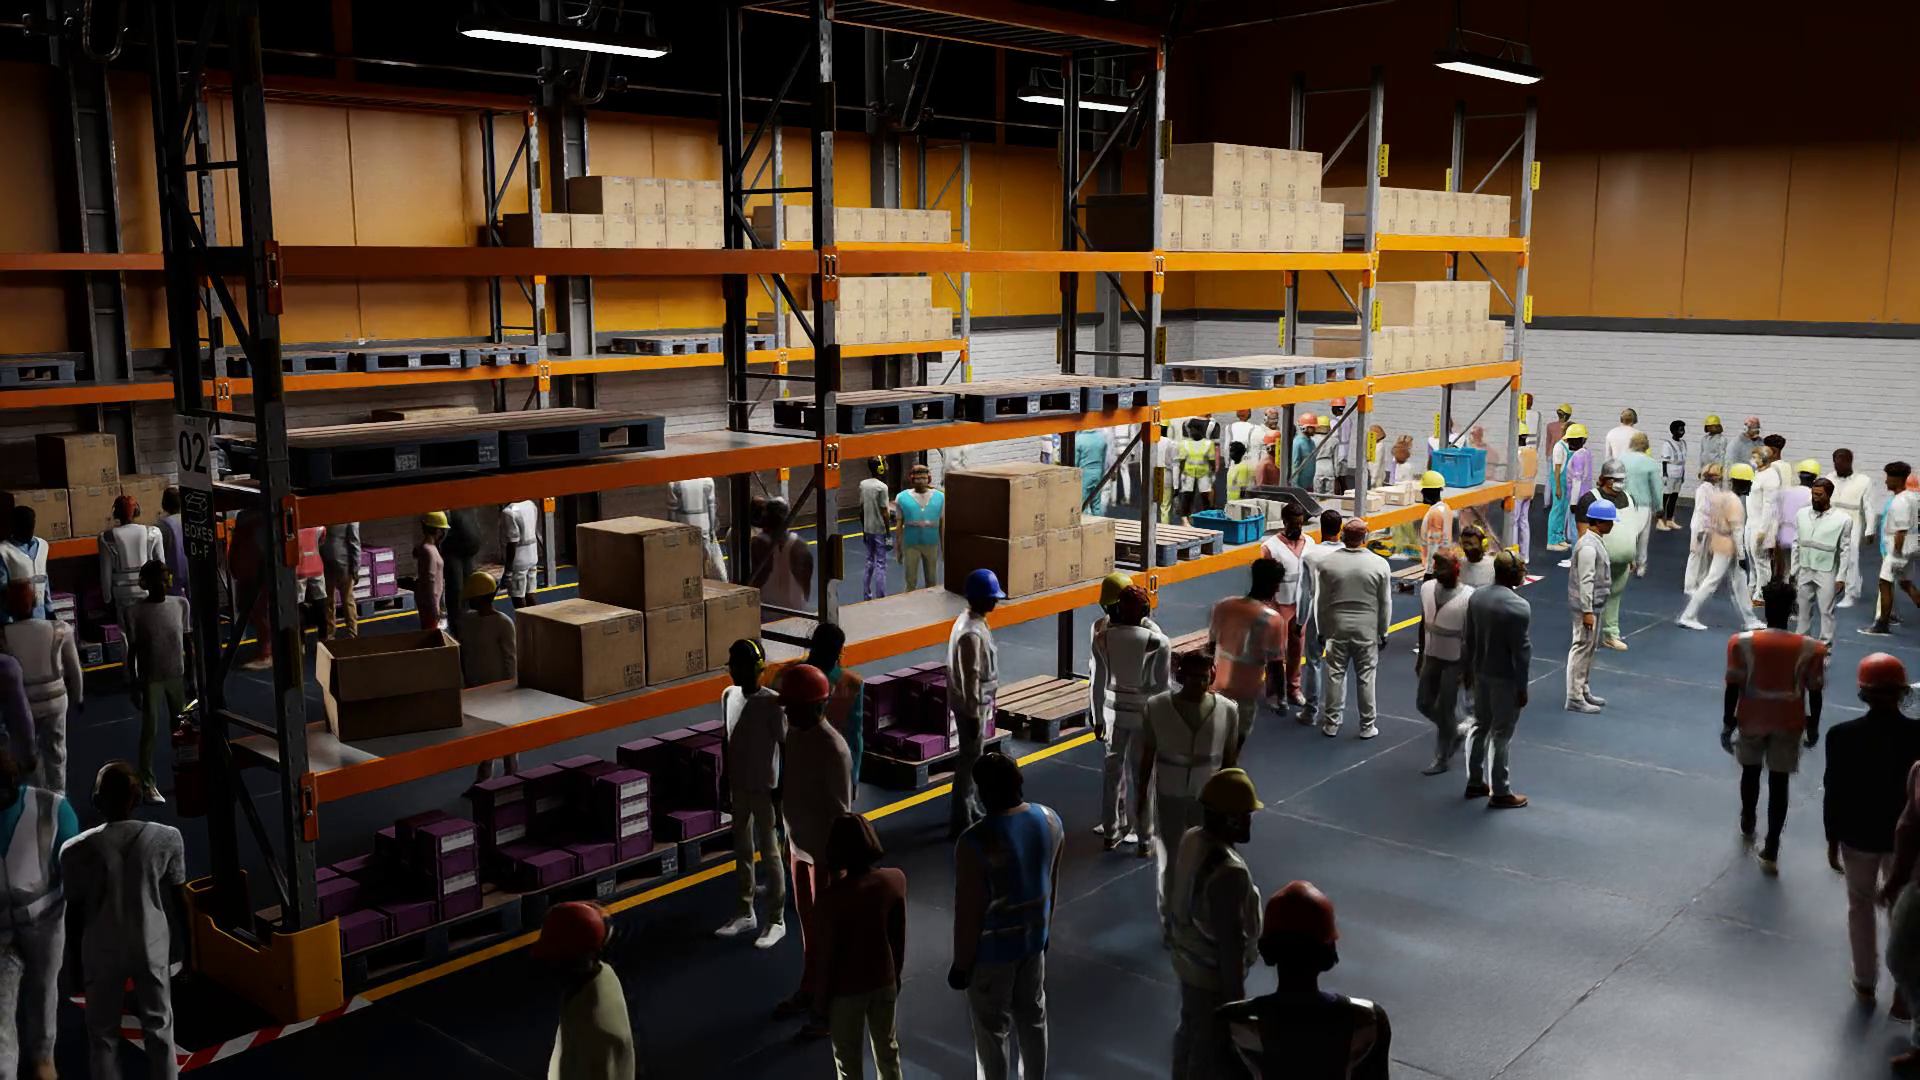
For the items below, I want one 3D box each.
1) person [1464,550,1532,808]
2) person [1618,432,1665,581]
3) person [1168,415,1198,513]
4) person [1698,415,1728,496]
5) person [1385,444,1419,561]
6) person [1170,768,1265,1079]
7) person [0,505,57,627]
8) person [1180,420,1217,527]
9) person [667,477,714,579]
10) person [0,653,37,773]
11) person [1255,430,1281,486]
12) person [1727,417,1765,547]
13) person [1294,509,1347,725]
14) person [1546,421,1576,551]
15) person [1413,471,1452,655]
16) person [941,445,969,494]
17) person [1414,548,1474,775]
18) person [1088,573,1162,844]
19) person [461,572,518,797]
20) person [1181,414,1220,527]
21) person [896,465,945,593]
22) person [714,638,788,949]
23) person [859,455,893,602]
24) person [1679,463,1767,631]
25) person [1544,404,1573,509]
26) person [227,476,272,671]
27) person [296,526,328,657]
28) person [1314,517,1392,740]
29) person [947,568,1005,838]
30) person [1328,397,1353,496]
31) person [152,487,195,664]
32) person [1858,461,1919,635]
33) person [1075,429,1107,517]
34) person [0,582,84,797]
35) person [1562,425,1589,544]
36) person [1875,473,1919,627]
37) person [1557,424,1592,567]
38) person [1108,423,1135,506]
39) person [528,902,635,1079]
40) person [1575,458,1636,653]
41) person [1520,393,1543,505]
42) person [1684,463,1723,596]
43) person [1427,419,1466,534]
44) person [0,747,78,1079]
[{"bbox_3d":[4.031,1.029,12.451,0.352,1.936,0.635,-3,10,-20],"label":"person"},{"bbox_3d":[8.688,-0.432,21.330,0.953,1.892,0.630,-6,11,-32],"label":"person"},{"bbox_3d":[3.639,-1.390,26.805,0.629,1.969,0.803,3,10,19],"label":"person"},{"bbox_3d":[11.529,-1.058,25.525,0.340,1.735,0.483,-4,10,-22],"label":"person"},{"bbox_3d":[5.987,-0.505,22.573,0.592,1.598,0.521,0,10,3],"label":"person"},{"bbox_3d":[1.159,1.919,7.516,0.415,1.821,0.606,-1,10,-7],"label":"person"},{"bbox_3d":[-8.369,0.634,14.886,0.398,1.912,0.590,2,10,13],"label":"person"},{"bbox_3d":[3.610,-0.991,25.268,0.554,1.684,0.340,2,10,12],"label":"person"},{"bbox_3d":[-3.137,-0.128,19.408,0.544,1.926,0.376,-3,10,-16],"label":"person"},{"bbox_3d":[-6.246,1.338,10.648,0.661,1.919,0.622,-1,10,-4],"label":"person"},{"bbox_3d":[3.859,-0.377,20.673,0.381,1.994,0.614,5,11,30],"label":"person"},{"bbox_3d":[11.104,-0.791,23.458,0.651,1.896,0.395,-3,10,-20],"label":"person"},{"bbox_3d":[3.240,0.684,14.612,0.599,1.909,0.398,-2,10,-14],"label":"person"},{"bbox_3d":[8.497,-0.760,23.439,0.349,1.839,0.504,7,12,36],"label":"person"},{"bbox_3d":[4.901,0.237,17.254,0.406,1.918,0.582,3,10,20],"label":"person"},{"bbox_3d":[-0.040,-0.922,24.711,0.641,1.726,0.494,-9,13,-44],"label":"person"},{"bbox_3d":[3.878,0.955,13.214,0.465,1.824,0.581,-6,11,-33],"label":"person"},{"bbox_3d":[1.142,1.166,11.718,0.594,1.911,0.399,8,12,40],"label":"person"},{"bbox_3d":[-3.560,1.101,12.546,0.523,1.763,0.329,6,11,30],"label":"person"},{"bbox_3d":[3.687,-1.189,25.425,0.611,2.032,0.411,5,11,27],"label":"person"},{"bbox_3d":[-0.430,0.072,18.441,0.569,1.845,0.385,-2,10,-11],"label":"person"},{"bbox_3d":[-1.231,1.493,9.883,0.518,1.870,0.323,6,11,34],"label":"person"},{"bbox_3d":[-0.948,-0.071,19.219,0.329,1.872,0.510,-8,13,-41],"label":"person"},{"bbox_3d":[8.443,0.090,18.267,0.961,1.881,0.603,4,10,24],"label":"person"},{"bbox_3d":[9.824,-1.352,27.222,0.342,1.753,0.533,-7,12,-36],"label":"person"},{"bbox_3d":[-6.972,0.294,16.530,0.727,2.000,0.568,9,13,42],"label":"person"},{"bbox_3d":[-6.785,0.356,17.189,0.317,1.697,0.534,8,12,39],"label":"person"},{"bbox_3d":[3.346,0.755,14.185,0.642,1.907,0.408,3,10,17],"label":"person"},{"bbox_3d":[0.110,1.149,11.750,0.414,1.935,0.603,1,10,4],"label":"person"},{"bbox_3d":[6.033,-1.351,26.656,0.367,1.935,0.552,9,13,43],"label":"person"},{"bbox_3d":[-7.781,0.386,16.613,0.514,1.838,0.341,-8,12,-39],"label":"person"},{"bbox_3d":[10.240,0.103,18.006,0.730,1.937,0.631,8,12,39],"label":"person"},{"bbox_3d":[1.810,-0.872,23.930,0.643,1.901,0.396,-7,12,-36],"label":"person"},{"bbox_3d":[-6.497,1.193,11.723,0.644,1.849,0.652,-7,12,-36],"label":"person"},{"bbox_3d":[8.788,-0.772,23.747,0.529,1.761,0.341,-7,12,-37],"label":"person"},{"bbox_3d":[10.473,0.104,18.568,0.354,1.738,0.574,7,12,34],"label":"person"},{"bbox_3d":[8.197,-0.587,22.160,0.400,1.918,0.588,5,11,27],"label":"person"},{"bbox_3d":[2.606,-1.490,27.666,0.599,1.880,0.435,-3,10,-18],"label":"person"},{"bbox_3d":[-1.422,2.174,6.205,0.501,1.730,0.599,-3,10,-16],"label":"person"},{"bbox_3d":[6.776,0.160,17.330,0.674,2.000,0.535,-3,10,-16],"label":"person"},{"bbox_3d":[9.436,-1.511,27.783,0.576,1.882,0.355,-4,10,-22],"label":"person"},{"bbox_3d":[9.076,-0.125,20.265,0.520,1.631,0.323,-9,13,-44],"label":"person"},{"bbox_3d":[7.214,-0.945,24.638,0.603,1.811,0.675,1,10,6],"label":"person"},{"bbox_3d":[-4.496,1.859,7.922,0.638,1.790,0.949,-5,11,-29],"label":"person"}]
